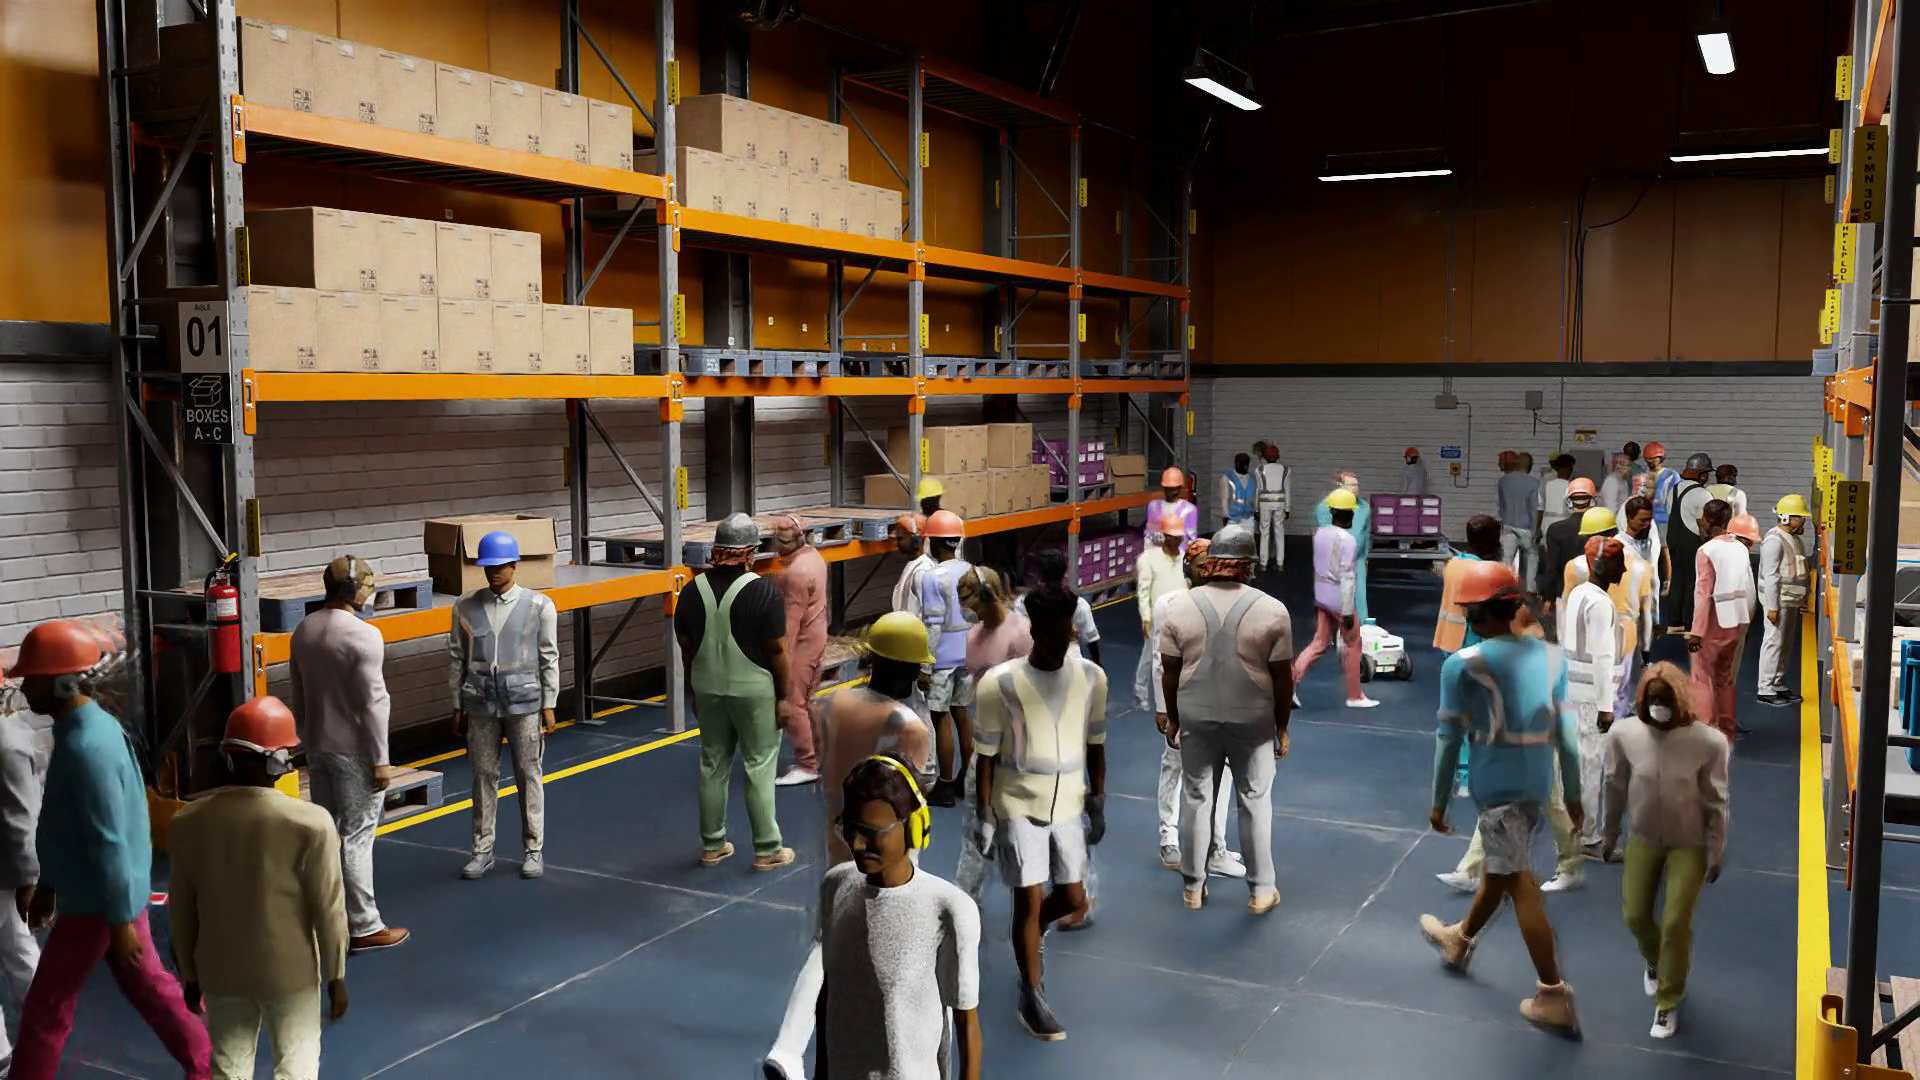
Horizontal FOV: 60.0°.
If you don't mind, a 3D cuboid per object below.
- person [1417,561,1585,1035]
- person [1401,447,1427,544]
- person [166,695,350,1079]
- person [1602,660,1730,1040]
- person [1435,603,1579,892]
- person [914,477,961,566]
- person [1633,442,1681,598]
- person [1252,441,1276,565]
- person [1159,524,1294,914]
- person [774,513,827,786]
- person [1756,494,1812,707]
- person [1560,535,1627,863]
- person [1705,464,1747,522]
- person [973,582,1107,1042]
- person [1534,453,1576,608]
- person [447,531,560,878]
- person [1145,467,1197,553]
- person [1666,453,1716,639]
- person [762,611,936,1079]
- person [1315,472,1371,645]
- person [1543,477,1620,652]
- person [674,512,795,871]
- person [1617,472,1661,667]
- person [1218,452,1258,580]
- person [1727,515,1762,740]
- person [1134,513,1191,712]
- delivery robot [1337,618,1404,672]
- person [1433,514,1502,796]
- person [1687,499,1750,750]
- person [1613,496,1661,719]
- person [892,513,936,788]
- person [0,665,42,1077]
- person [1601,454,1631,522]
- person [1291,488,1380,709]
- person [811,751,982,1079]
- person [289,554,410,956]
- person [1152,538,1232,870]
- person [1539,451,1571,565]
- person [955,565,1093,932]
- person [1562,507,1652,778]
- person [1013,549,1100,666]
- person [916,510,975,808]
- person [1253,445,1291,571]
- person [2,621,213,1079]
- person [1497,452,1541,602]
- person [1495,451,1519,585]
[{"bbox_3d":[2.373,1.082,7.371,0.621,1.971,1.098,-2,6,-22],"label":"person"},{"bbox_3d":[7.360,-0.644,27.134,0.573,1.748,0.342,-4,6,-33],"label":"person"},{"bbox_3d":[-2.256,1.377,5.408,0.572,1.752,0.346,0,5,4],"label":"person"},{"bbox_3d":[3.019,1.291,7.112,0.506,1.609,0.510,4,6,34],"label":"person"},{"bbox_3d":[3.001,1.130,8.928,0.858,1.583,0.513,-2,6,-24],"label":"person"},{"bbox_3d":[-0.238,0.353,15.567,0.616,1.907,0.649,5,7,43],"label":"person"},{"bbox_3d":[8.998,-0.261,21.563,0.618,2.030,0.421,5,7,41],"label":"person"},{"bbox_3d":[4.697,-0.564,25.527,0.361,1.908,0.754,3,6,27],"label":"person"},{"bbox_3d":[1.417,0.921,8.765,0.688,2.000,0.536,2,6,18],"label":"person"},{"bbox_3d":[-1.126,0.738,11.574,0.398,1.876,0.689,0,5,4],"label":"person"},{"bbox_3d":[7.081,0.517,14.286,0.403,1.824,0.596,5,7,44],"label":"person"},{"bbox_3d":[3.689,0.912,9.697,0.346,1.881,0.578,1,5,7],"label":"person"},{"bbox_3d":[8.876,0.037,19.355,0.429,1.840,0.627,-3,6,-31],"label":"person"},{"bbox_3d":[0.324,1.117,7.176,0.620,1.941,0.621,-2,6,-22],"label":"person"},{"bbox_3d":[7.392,-0.116,20.561,0.966,1.923,0.615,-4,7,-39],"label":"person"},{"bbox_3d":[-2.553,0.917,9.300,0.615,1.947,0.388,0,5,-1],"label":"person"},{"bbox_3d":[2.189,0.196,17.194,0.566,1.922,0.691,3,6,30],"label":"person"},{"bbox_3d":[8.018,0.052,18.121,0.535,2.000,0.684,-1,5,-10],"label":"person"},{"bbox_3d":[-0.392,1.213,6.453,0.594,1.889,0.905,4,7,39],"label":"person"},{"bbox_3d":[4.013,0.222,17.299,0.647,1.855,1.001,-1,5,-11],"label":"person"},{"bbox_3d":[5.178,0.473,13.878,0.609,1.986,0.391,1,5,8],"label":"person"},{"bbox_3d":[-1.247,0.853,9.500,0.684,2.000,0.538,2,6,21],"label":"person"},{"bbox_3d":[6.663,0.285,16.344,0.398,1.908,0.654,1,5,13],"label":"person"},{"bbox_3d":[3.956,-0.355,23.772,0.618,1.814,0.914,-1,5,-15],"label":"person"},{"bbox_3d":[6.065,0.672,13.008,0.338,1.744,0.560,4,7,39],"label":"person"},{"bbox_3d":[1.695,0.626,13.749,0.574,1.709,0.914,-2,6,-16],"label":"person"},{"bbox_3d":[3.838,0.976,15.582,0.477,0.478,0.707,-2,6,-19],"label":"delivery robot"},{"bbox_3d":[3.432,0.765,11.235,0.433,1.897,0.613,0,5,-1],"label":"person"},{"bbox_3d":[5.685,0.649,12.462,0.600,1.909,0.398,-4,7,-39],"label":"person"},{"bbox_3d":[5.179,0.608,12.857,0.599,1.909,0.401,-3,6,-31],"label":"person"},{"bbox_3d":[-0.311,0.755,11.385,0.355,1.885,0.575,-1,5,-9],"label":"person"},{"bbox_3d":[-3.841,1.283,6.502,0.609,1.724,0.597,-5,7,-41],"label":"person"},{"bbox_3d":[8.218,-0.121,20.735,0.438,1.903,0.658,3,6,26],"label":"person"},{"bbox_3d":[3.125,0.500,14.044,0.879,1.898,0.593,-2,6,-19],"label":"person"},{"bbox_3d":[-0.184,1.442,4.101,0.514,1.866,0.329,4,6,34],"label":"person"},{"bbox_3d":[-2.995,1.037,8.101,0.629,1.933,0.379,4,6,35],"label":"person"},{"bbox_3d":[1.365,0.929,9.523,0.575,1.883,0.362,-2,6,-20],"label":"person"},{"bbox_3d":[9.057,-0.480,25.308,0.537,1.763,0.337,-3,6,-25],"label":"person"},{"bbox_3d":[0.234,1.054,8.305,1.024,1.866,0.620,-4,7,-35],"label":"person"},{"bbox_3d":[4.517,0.725,11.608,0.644,1.911,0.403,1,5,11],"label":"person"},{"bbox_3d":[0.630,0.899,10.983,0.624,1.661,0.707,2,6,16],"label":"person"},{"bbox_3d":[-0.103,0.773,10.904,0.361,1.935,0.553,4,6,35],"label":"person"},{"bbox_3d":[4.617,-0.473,24.670,0.569,1.878,0.350,0,5,-3],"label":"person"},{"bbox_3d":[-3.086,1.243,5.849,1.046,1.934,0.634,-2,6,-24],"label":"person"},{"bbox_3d":[7.114,-0.156,21.052,0.723,1.908,0.637,-4,7,-40],"label":"person"},{"bbox_3d":[7.345,-0.258,22.289,0.358,1.885,0.572,1,5,8],"label":"person"}]
